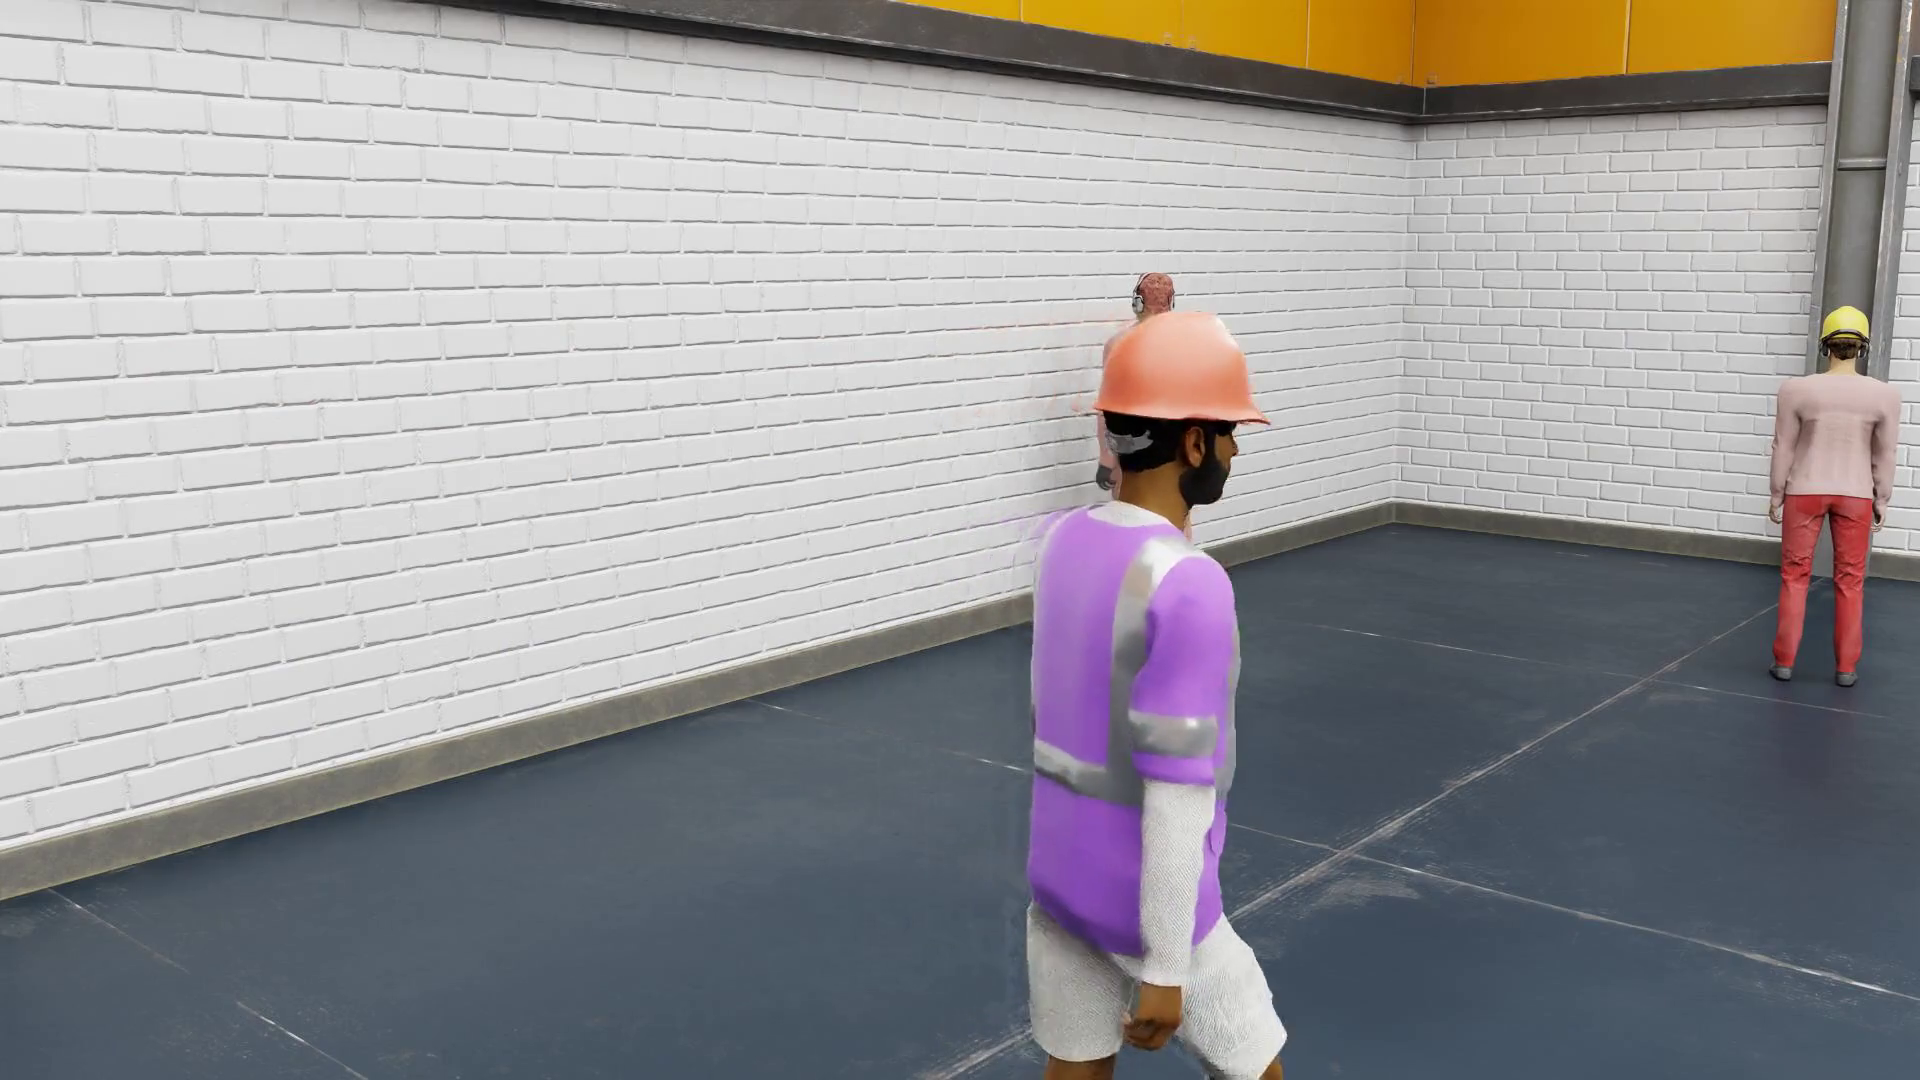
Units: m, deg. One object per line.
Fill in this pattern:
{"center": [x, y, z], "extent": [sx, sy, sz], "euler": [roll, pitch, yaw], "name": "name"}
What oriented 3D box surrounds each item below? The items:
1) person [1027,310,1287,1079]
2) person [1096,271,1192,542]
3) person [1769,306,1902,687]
{"center": [0.355, 0.574, 2.857], "extent": [0.657, 1.913, 0.546], "euler": [-5, 11, -28], "name": "person"}
{"center": [1.003, -0.447, 8.739], "extent": [0.642, 1.903, 0.402], "euler": [-4, 11, -23], "name": "person"}
{"center": [4.039, -0.199, 7.726], "extent": [0.518, 1.756, 0.346], "euler": [4, 11, 20], "name": "person"}
